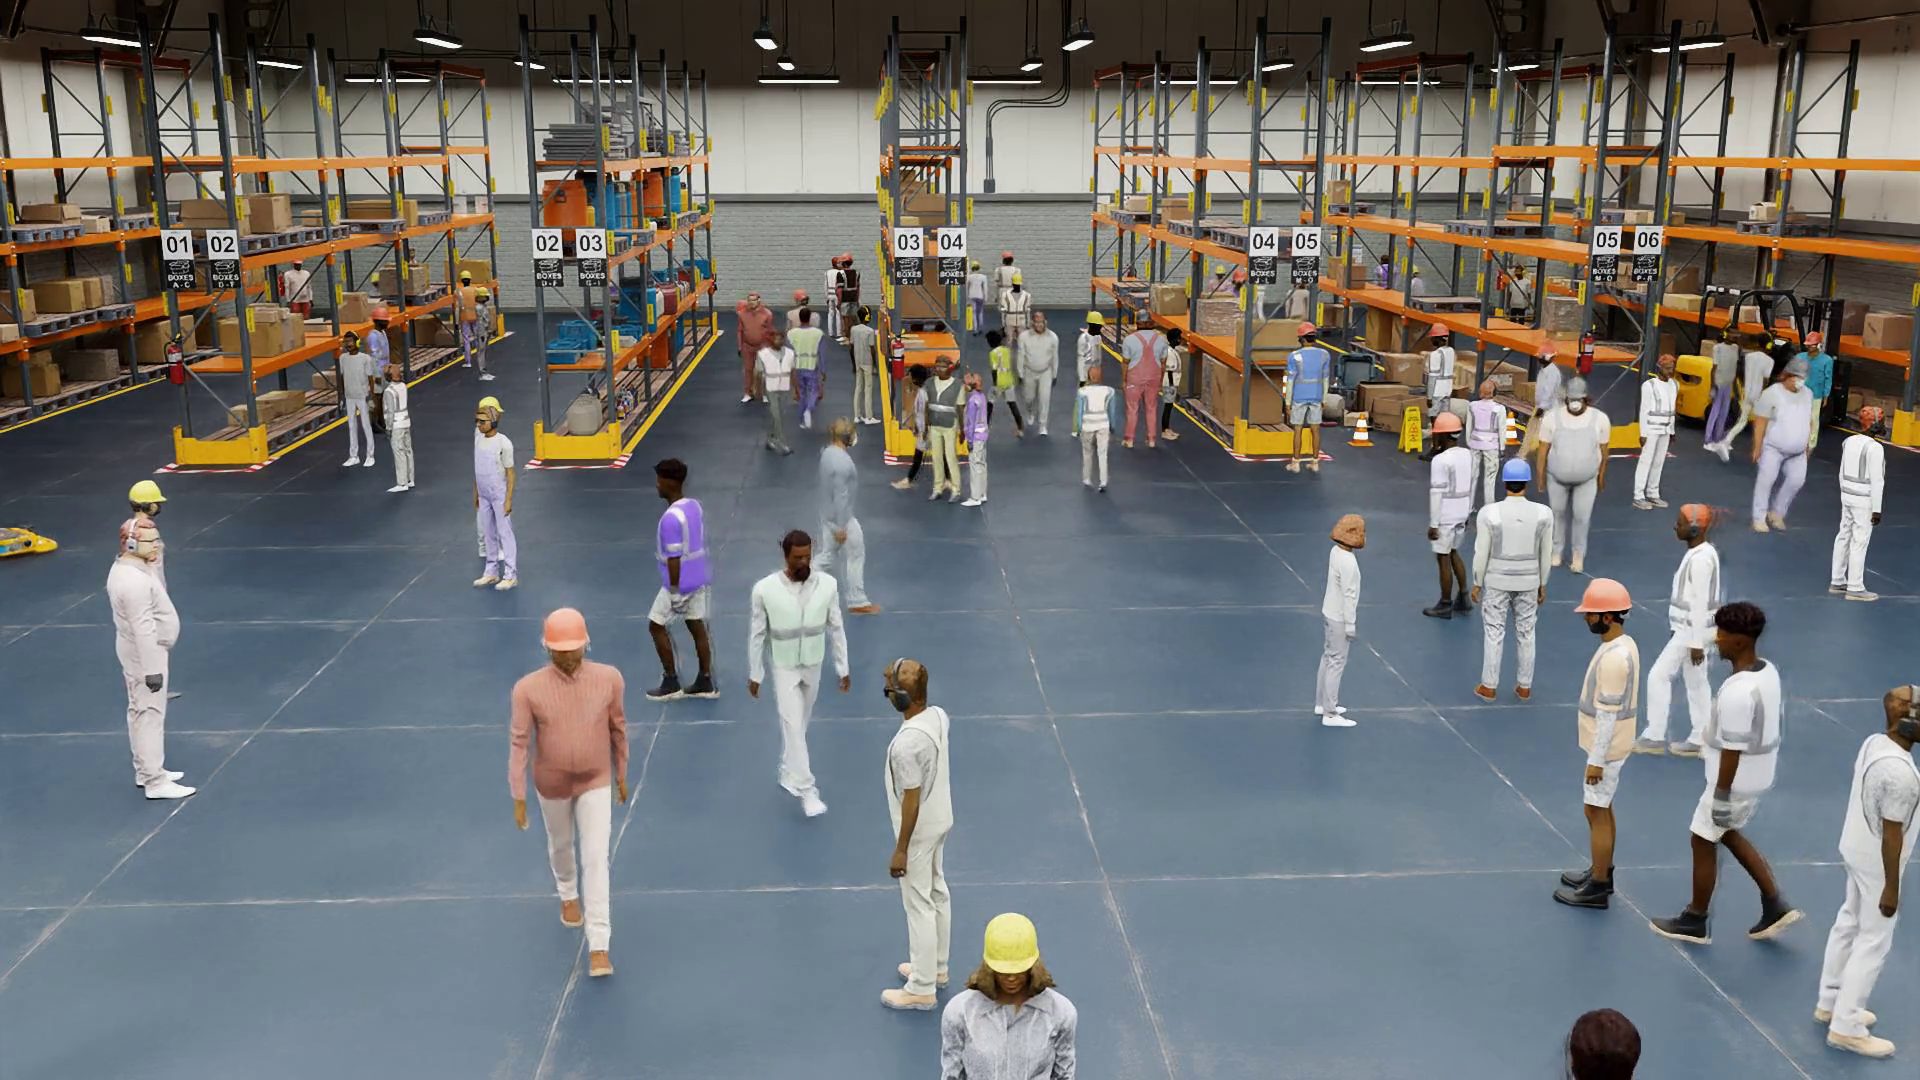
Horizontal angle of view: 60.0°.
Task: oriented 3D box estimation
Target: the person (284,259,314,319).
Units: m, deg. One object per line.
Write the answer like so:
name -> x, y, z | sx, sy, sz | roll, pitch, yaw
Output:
person -> -14.664, -5.331, 36.950 | 0.394, 1.992, 0.622 | 12, 18, 41

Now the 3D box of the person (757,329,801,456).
person -> -2.605, -2.116, 23.778 | 0.558, 1.791, 0.988 | -9, 16, -34

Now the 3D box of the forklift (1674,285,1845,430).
forklift -> 12.503, -2.886, 26.166 | 2.313, 2.155, 1.214 | -1, 13, -3

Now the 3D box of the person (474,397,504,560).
person -> -4.982, -0.655, 17.687 | 0.318, 1.740, 0.488 | -9, 16, -32

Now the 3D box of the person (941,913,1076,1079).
person -> 0.170, 2.128, 5.888 | 0.483, 1.745, 0.304 | -1, 13, -5

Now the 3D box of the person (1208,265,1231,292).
person -> 5.759, -5.226, 36.998 | 0.544, 1.754, 0.359 | 4, 14, 17

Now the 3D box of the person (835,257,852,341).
person -> -2.644, -5.465, 37.734 | 0.402, 1.899, 0.632 | 3, 14, 13

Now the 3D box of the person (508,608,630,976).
person -> -2.106, 1.300, 8.989 | 0.647, 1.939, 1.045 | -4, 14, -17

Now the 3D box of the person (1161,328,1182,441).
person -> 3.155, -2.338, 24.930 | 0.319, 1.689, 0.539 | 2, 13, 9

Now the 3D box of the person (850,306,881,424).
person -> -1.508, -2.769, 26.363 | 0.531, 1.870, 0.316 | 10, 17, 37

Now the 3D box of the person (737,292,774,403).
person -> -3.520, -3.308, 28.571 | 0.652, 1.906, 0.402 | 2, 13, 7

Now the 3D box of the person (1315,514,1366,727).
person -> 2.901, 0.599, 12.626 | 0.289, 1.626, 0.498 | 0, 13, -1

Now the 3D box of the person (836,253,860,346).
person -> -2.484, -5.307, 36.743 | 0.609, 2.044, 0.393 | -11, 17, -39

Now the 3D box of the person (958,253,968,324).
person -> 0.062, -6.288, 41.501 | 0.330, 1.765, 0.526 | 1, 13, 2

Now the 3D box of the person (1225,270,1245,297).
person -> 5.407, -4.237, 32.328 | 0.618, 2.007, 1.029 | 0, 13, 2

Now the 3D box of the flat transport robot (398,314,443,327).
flat transport robot -> -13.350, -5.436, 41.089 | 0.652, 0.197, 1.431 | 1, 13, 3

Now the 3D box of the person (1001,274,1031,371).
person -> 1.088, -4.212, 32.355 | 0.585, 1.927, 0.367 | -2, 13, -7

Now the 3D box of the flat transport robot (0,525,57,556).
flat transport robot -> -10.514, 0.082, 17.714 | 0.652, 0.197, 1.431 | 10, 17, 37

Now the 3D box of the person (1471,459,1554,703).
person -> 4.325, 0.327, 13.088 | 0.605, 1.944, 0.403 | 1, 13, 2

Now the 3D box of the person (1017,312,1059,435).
person -> 1.191, -2.584, 25.588 | 0.644, 1.880, 0.770 | 1, 13, 3

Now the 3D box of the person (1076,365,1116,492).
person -> 1.746, -1.426, 21.246 | 0.525, 1.605, 0.822 | -1, 13, -4

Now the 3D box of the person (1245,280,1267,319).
person -> 6.996, -5.791, 39.294 | 0.575, 1.842, 1.001 | -1, 13, -6

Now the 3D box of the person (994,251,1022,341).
person -> 1.096, -5.537, 37.775 | 0.634, 2.014, 0.535 | 0, 13, -2

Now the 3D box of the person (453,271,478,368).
person -> -9.780, -4.387, 33.121 | 0.587, 1.916, 0.392 | -8, 16, -31

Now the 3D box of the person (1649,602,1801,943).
person -> 4.241, 1.284, 9.027 | 0.663, 1.945, 0.635 | 12, 18, 42

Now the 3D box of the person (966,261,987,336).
person -> 0.348, -5.638, 38.856 | 0.524, 1.713, 0.862 | -3, 14, -11

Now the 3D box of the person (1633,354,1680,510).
person -> 8.463, -1.314, 20.174 | 0.578, 1.881, 0.346 | -7, 15, -26

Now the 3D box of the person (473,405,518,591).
person -> -4.624, -0.423, 16.477 | 0.508, 1.846, 0.345 | 8, 15, 30

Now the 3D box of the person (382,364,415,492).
person -> -7.167, -1.432, 21.190 | 0.311, 1.642, 0.513 | 1, 13, 6

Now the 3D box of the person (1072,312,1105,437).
person -> 1.979, -2.492, 25.117 | 0.427, 1.913, 0.602 | 9, 16, 34

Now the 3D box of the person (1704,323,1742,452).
person -> 11.029, -2.204, 24.015 | 0.601, 1.856, 0.375 | -7, 15, -28

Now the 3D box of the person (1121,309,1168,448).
person -> 2.664, -2.370, 24.307 | 0.686, 2.000, 0.535 | -3, 14, -12

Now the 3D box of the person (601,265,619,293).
person -> -9.018, -6.673, 43.277 | 0.577, 1.697, 0.764 | 3, 14, 14
